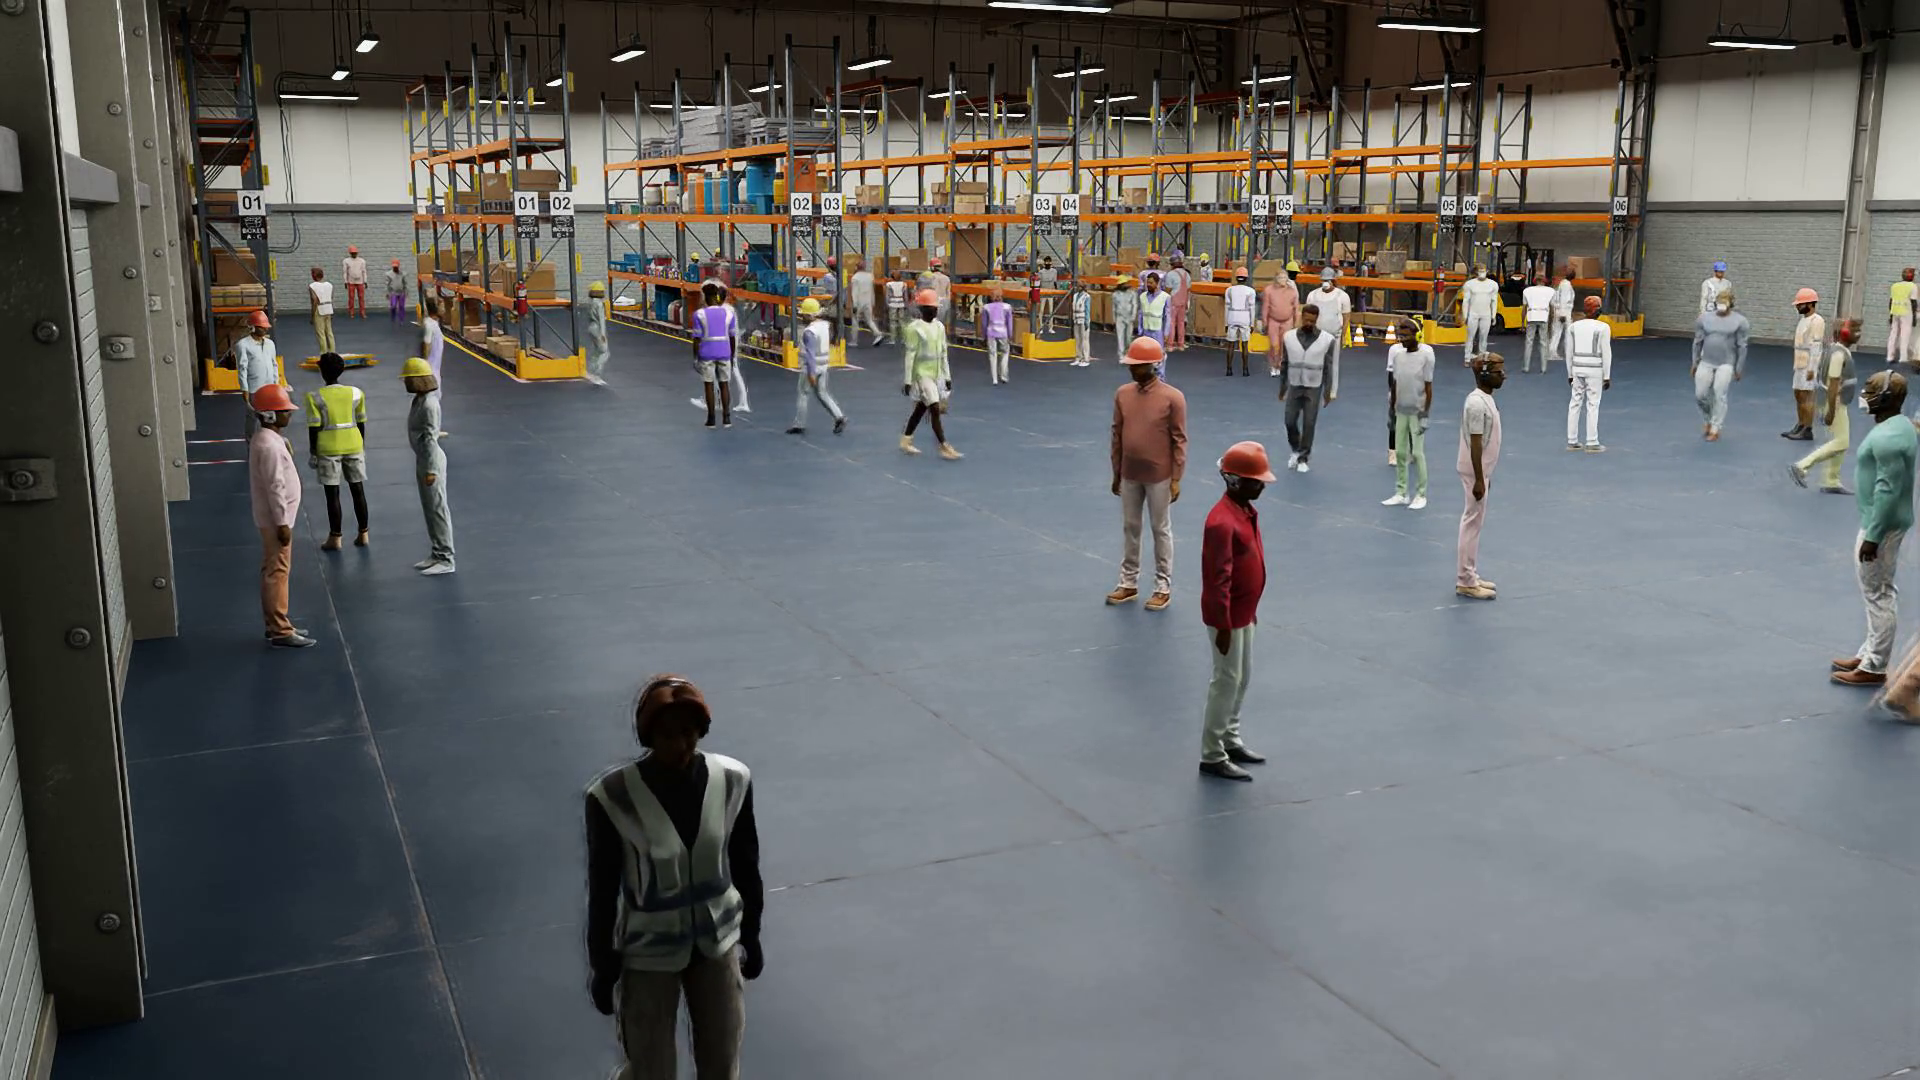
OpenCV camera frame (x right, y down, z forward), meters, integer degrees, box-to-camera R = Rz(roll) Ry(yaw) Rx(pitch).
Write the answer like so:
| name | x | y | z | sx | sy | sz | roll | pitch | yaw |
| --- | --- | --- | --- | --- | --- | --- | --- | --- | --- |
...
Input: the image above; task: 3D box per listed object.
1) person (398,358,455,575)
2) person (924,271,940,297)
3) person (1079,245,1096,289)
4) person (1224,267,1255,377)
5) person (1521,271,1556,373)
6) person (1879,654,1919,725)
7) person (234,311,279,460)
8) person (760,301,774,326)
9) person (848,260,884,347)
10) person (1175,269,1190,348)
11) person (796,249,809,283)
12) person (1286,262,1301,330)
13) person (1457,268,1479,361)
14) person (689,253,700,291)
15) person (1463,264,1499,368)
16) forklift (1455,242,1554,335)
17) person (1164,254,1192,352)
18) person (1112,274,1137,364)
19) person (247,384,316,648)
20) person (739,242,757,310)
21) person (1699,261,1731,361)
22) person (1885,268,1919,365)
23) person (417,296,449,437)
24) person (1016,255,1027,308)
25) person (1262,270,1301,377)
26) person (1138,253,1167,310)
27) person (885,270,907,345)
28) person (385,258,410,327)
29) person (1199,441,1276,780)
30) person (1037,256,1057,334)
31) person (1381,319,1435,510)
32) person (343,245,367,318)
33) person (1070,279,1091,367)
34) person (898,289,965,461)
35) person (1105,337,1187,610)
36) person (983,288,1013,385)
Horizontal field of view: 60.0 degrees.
| name | x | y | z | sx | sy | sz | roll | pitch | yaw |
| --- | --- | --- | --- | --- | --- | --- | --- | --- | --- |
| person | -4.284 | -0.592 | 13.331 | 0.332 | 1.736 | 0.488 | -6 | 13 | -29 |
| person | -0.593 | -4.260 | 31.883 | 0.325 | 1.767 | 0.533 | -9 | 14 | -37 |
| person | 3.376 | -6.959 | 45.041 | 0.615 | 1.989 | 1.045 | -5 | 12 | -24 |
| person | 4.945 | -3.854 | 29.420 | 0.542 | 1.928 | 0.400 | 4 | 12 | 20 |
| person | 10.400 | -3.913 | 29.953 | 0.561 | 1.836 | 0.393 | 3 | 12 | 15 |
| person | 5.678 | 0.201 | 9.147 | 0.984 | 1.804 | 0.510 | 3 | 12 | 16 |
| person | -8.155 | -1.794 | 19.408 | 0.351 | 1.743 | 0.564 | 5 | 12 | 23 |
| person | -4.955 | -6.304 | 42.720 | 0.508 | 1.593 | 0.844 | -4 | 12 | -18 |
| person | -2.056 | -5.094 | 35.891 | 0.686 | 1.864 | 0.884 | -11 | 15 | -44 |
| person | 4.754 | -4.932 | 35.501 | 0.319 | 1.687 | 0.538 | -2 | 11 | -9 |
| person | -5.038 | -8.279 | 52.372 | 0.575 | 1.741 | 0.355 | -3 | 11 | -14 |
| person | 6.510 | -4.530 | 32.882 | 0.391 | 1.918 | 0.582 | 4 | 12 | 21 |
| person | 10.068 | -4.416 | 32.579 | 0.567 | 1.810 | 0.988 | 5 | 12 | 25 |
| person | -7.474 | -7.217 | 46.938 | 0.340 | 1.757 | 0.518 | 7 | 13 | 33 |
| person | 9.692 | -4.176 | 31.014 | 0.629 | 1.939 | 0.371 | 2 | 11 | 10 |
| forklift | 13.047 | -6.049 | 39.881 | 2.313 | 2.155 | 1.214 | -5 | 12 | -23 |
| person | 4.478 | -4.958 | 34.726 | 0.685 | 2.000 | 0.537 | -9 | 14 | -39 |
| person | 3.179 | -4.280 | 32.135 | 0.494 | 1.707 | 0.841 | 1 | 11 | 8 |
| person | -4.536 | -0.163 | 11.086 | 0.328 | 1.753 | 0.560 | -6 | 13 | -27 |
| person | -6.299 | -7.862 | 49.524 | 0.611 | 2.031 | 0.410 | 3 | 11 | 14 |
| person | 14.592 | -4.402 | 32.137 | 0.605 | 1.949 | 0.402 | -2 | 11 | -10 |
| person | 17.933 | -4.255 | 31.682 | 0.412 | 1.834 | 0.590 | -4 | 12 | -21 |
| person | -6.762 | -2.190 | 21.204 | 0.454 | 1.826 | 0.553 | -1 | 11 | -6 |
| person | 1.824 | -7.672 | 49.600 | 0.304 | 1.625 | 0.500 | 5 | 12 | 25 |
| person | 5.674 | -3.801 | 29.274 | 0.674 | 1.865 | 0.742 | -1 | 11 | -3 |
| person | 4.024 | -4.965 | 34.765 | 0.609 | 2.040 | 0.395 | 3 | 11 | 13 |
| person | -1.391 | -5.084 | 36.390 | 0.520 | 1.640 | 0.307 | -5 | 12 | -23 |
| person | -14.249 | -6.266 | 42.180 | 0.564 | 1.728 | 0.644 | -5 | 12 | -25 |
| person | 1.419 | 0.355 | 8.495 | 0.354 | 1.737 | 0.577 | 5 | 12 | 23 |
| person | 2.079 | -5.870 | 39.829 | 0.507 | 1.862 | 0.331 | -2 | 11 | -10 |
| person | 4.396 | -1.227 | 16.250 | 0.330 | 1.859 | 0.511 | -9 | 14 | -38 |
| person | -16.661 | -7.120 | 45.837 | 0.622 | 1.990 | 0.402 | -6 | 13 | -29 |
| person | 2.288 | -4.088 | 31.354 | 0.311 | 1.631 | 0.505 | -6 | 13 | -29 |
| person | -0.377 | -1.948 | 19.574 | 1.032 | 1.994 | 0.623 | 8 | 14 | 36 |
| person | 1.352 | -0.484 | 12.116 | 0.612 | 1.991 | 0.392 | 9 | 14 | 39 |
| person | 0.653 | -3.437 | 28.044 | 0.527 | 1.609 | 0.728 | 2 | 11 | 11 |
